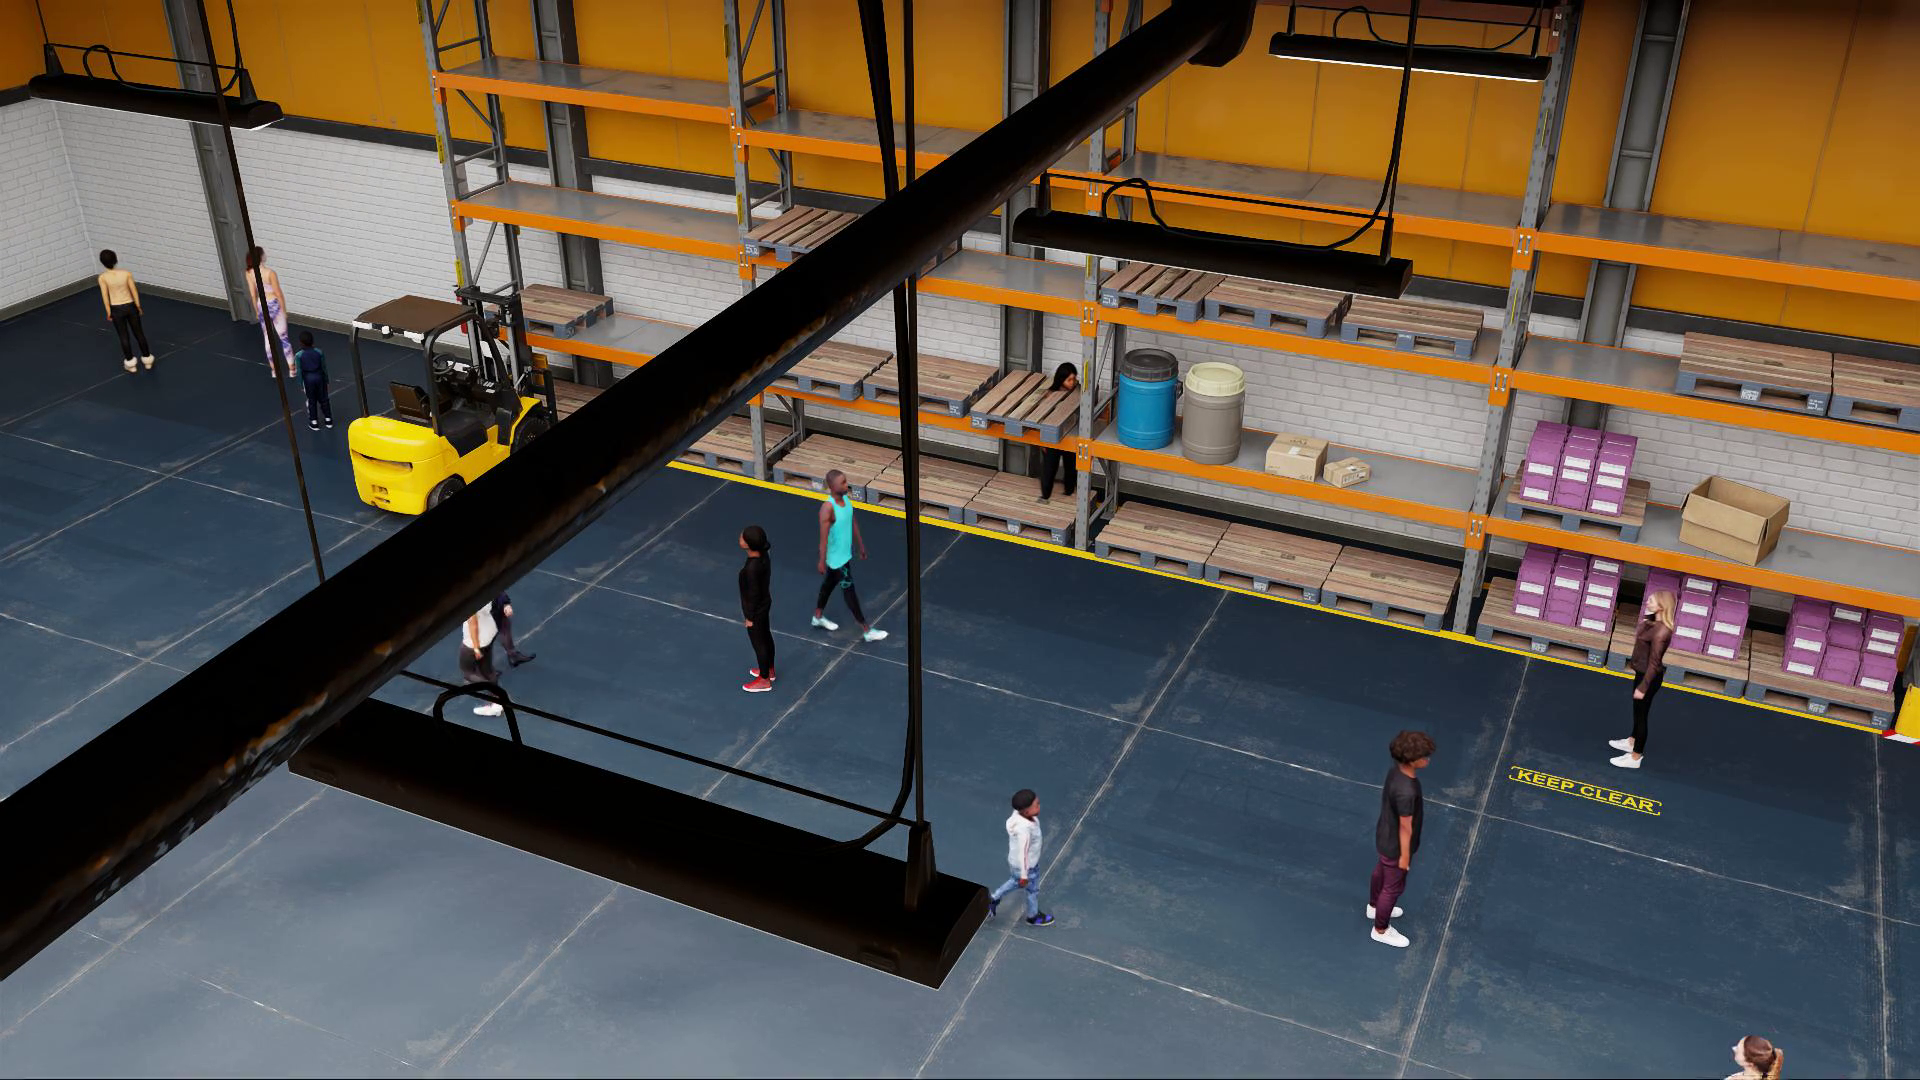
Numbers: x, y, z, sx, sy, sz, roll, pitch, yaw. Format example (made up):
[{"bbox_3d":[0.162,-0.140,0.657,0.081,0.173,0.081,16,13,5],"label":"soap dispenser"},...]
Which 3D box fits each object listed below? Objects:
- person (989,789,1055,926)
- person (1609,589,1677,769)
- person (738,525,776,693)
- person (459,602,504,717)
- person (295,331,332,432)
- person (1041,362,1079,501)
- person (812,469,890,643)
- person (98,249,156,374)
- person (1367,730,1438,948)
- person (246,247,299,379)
[{"bbox_3d":[0.426,2.371,12.406,0.853,1.248,0.706,-1,29,-3],"label":"person"},{"bbox_3d":[5.847,1.164,14.141,0.529,1.705,0.623,9,30,17],"label":"person"},{"bbox_3d":[-1.846,0.609,15.190,0.620,1.675,0.652,5,29,8],"label":"person"},{"bbox_3d":[-4.175,0.870,14.756,0.713,1.633,0.670,2,29,4],"label":"person"},{"bbox_3d":[-7.911,-1.962,20.340,0.579,1.257,0.609,-18,33,-29],"label":"person"},{"bbox_3d":[1.118,-1.116,18.209,0.777,1.813,0.837,-10,30,-18],"label":"person"},{"bbox_3d":[-1.265,0.133,15.958,1.114,1.776,0.685,11,30,19],"label":"person"},{"bbox_3d":[-10.996,-3.025,21.870,0.682,1.658,0.701,-18,33,-29],"label":"person"},{"bbox_3d":[3.226,2.154,12.246,0.664,1.781,0.694,2,29,5],"label":"person"},{"bbox_3d":[-8.972,-2.969,21.653,0.584,1.768,0.727,2,29,4],"label":"person"}]
